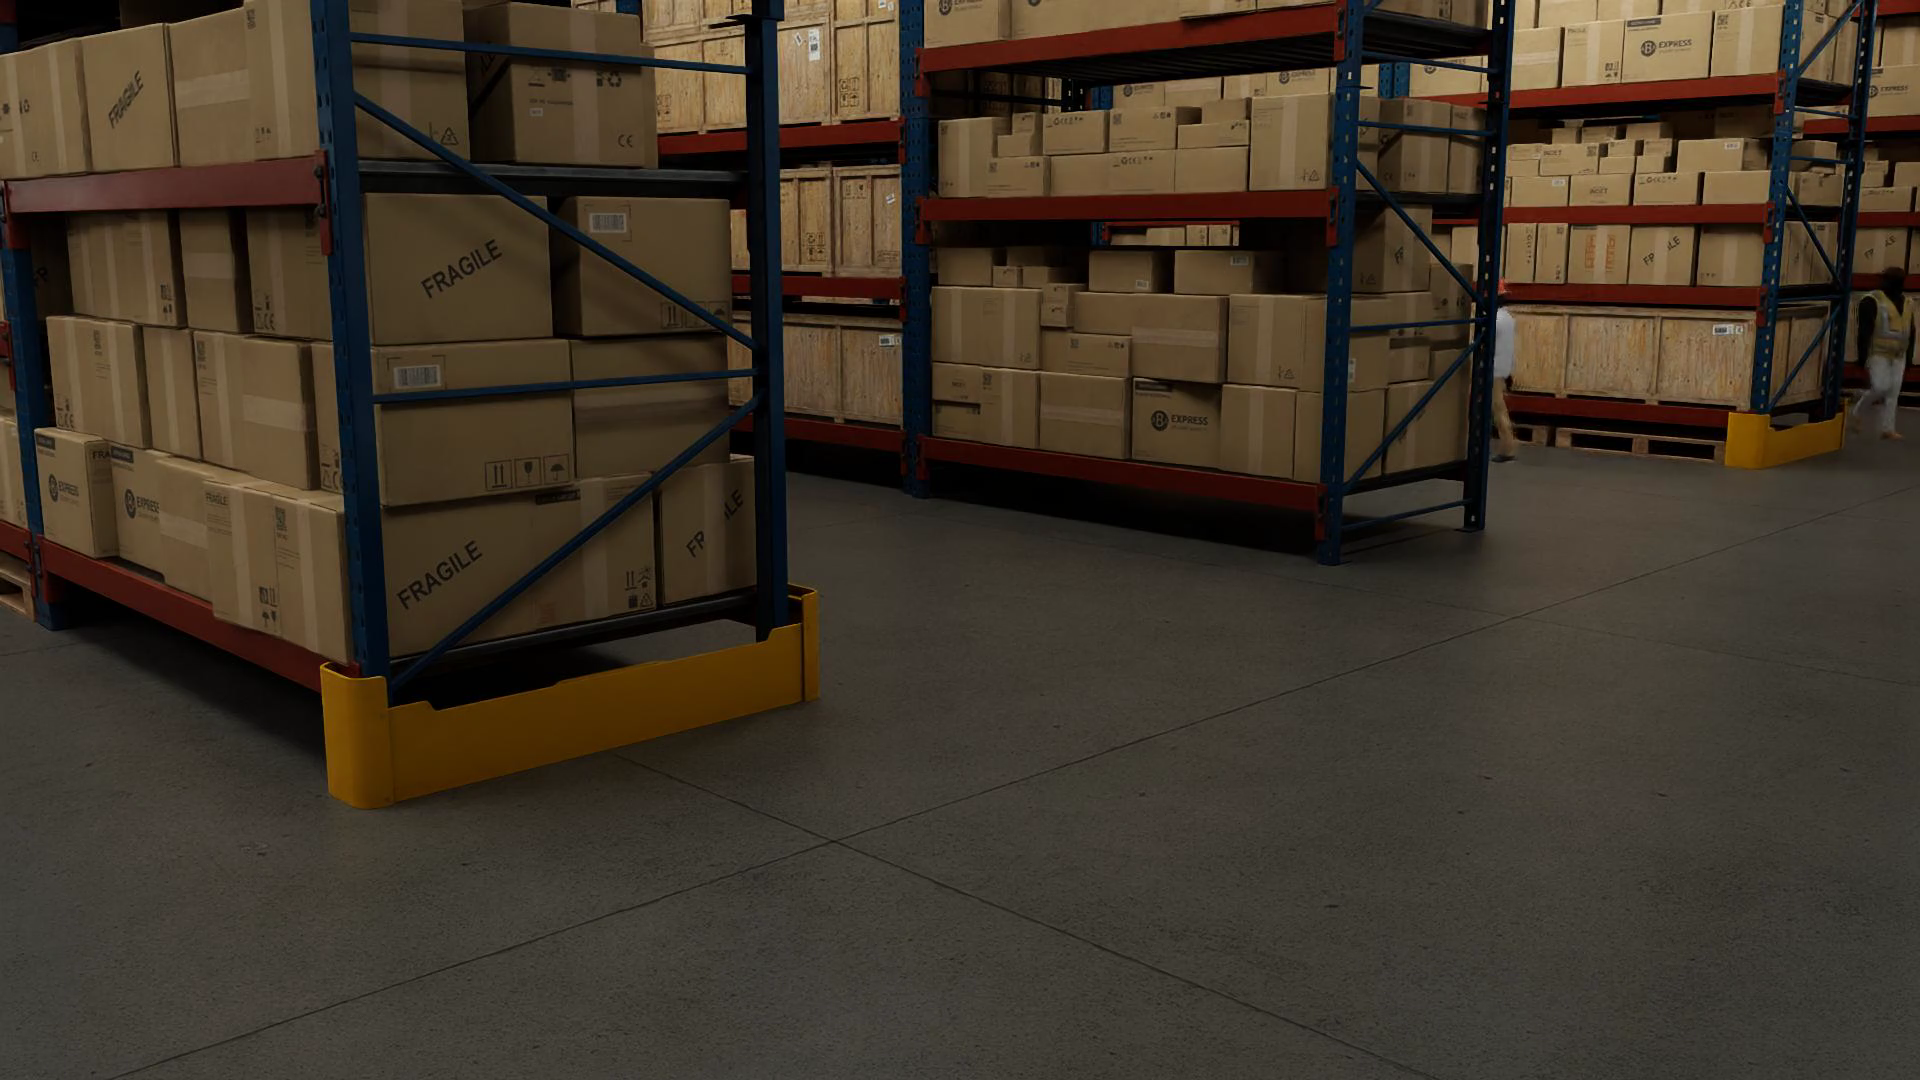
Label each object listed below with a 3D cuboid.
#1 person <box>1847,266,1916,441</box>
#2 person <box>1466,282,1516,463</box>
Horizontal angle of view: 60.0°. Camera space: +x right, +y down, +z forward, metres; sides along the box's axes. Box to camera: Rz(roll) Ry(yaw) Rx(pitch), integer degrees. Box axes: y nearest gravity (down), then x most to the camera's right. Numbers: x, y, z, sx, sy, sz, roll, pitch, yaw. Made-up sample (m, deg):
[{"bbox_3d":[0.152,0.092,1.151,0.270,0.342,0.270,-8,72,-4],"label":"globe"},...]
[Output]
[{"bbox_3d":[9.605,-1.928,17.285,0.693,1.815,0.493,-3,11,-16],"label":"person"},{"bbox_3d":[4.938,-1.598,15.733,0.855,1.708,0.583,9,14,40],"label":"person"}]
